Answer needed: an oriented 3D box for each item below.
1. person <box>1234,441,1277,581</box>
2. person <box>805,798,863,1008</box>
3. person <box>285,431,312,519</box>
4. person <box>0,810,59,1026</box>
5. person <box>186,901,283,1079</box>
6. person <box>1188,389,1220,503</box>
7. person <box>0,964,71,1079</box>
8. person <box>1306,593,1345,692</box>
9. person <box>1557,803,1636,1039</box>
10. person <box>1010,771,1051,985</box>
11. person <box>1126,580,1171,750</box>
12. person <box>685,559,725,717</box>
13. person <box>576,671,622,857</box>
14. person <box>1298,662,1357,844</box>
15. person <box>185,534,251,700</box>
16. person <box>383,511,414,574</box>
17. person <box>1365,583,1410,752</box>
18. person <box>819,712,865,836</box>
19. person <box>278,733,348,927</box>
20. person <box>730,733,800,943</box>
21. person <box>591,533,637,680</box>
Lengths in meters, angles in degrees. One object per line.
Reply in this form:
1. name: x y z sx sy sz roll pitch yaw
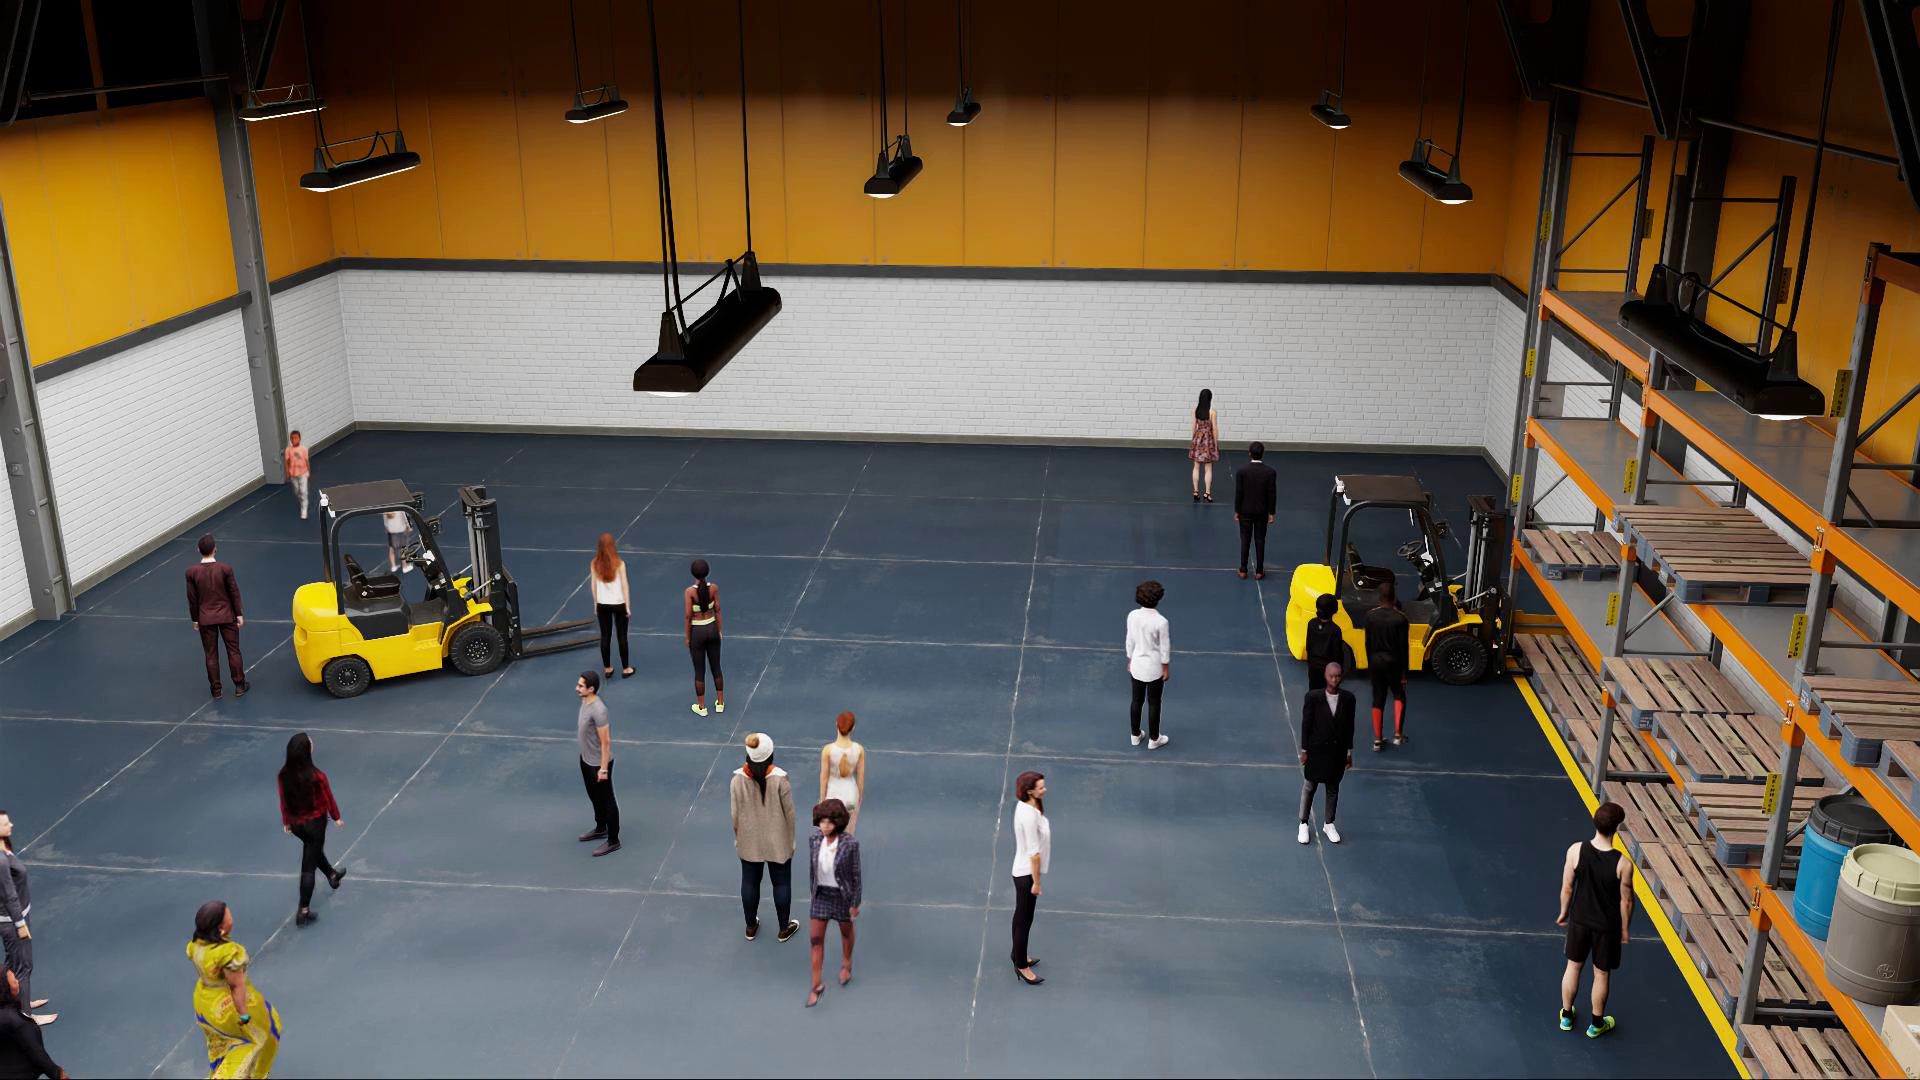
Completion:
1. person: 3.904 -0.395 22.086 0.710 1.884 0.562 3 19 9
2. person: -0.948 2.766 13.027 0.776 1.673 0.954 6 20 17
3. person: -9.873 -1.012 24.830 0.635 1.300 0.933 -4 19 -11
4. person: -7.207 2.851 12.625 0.733 1.768 0.679 -16 24 -39
5. person: -5.142 3.287 11.521 0.935 1.647 1.048 10 21 28
6. person: 3.724 -1.443 25.369 0.792 1.773 0.830 13 22 33
7. person: -6.246 3.567 10.813 0.983 1.567 1.179 12 22 33
8. person: 3.775 1.340 17.259 0.738 1.675 0.683 -16 24 -39
9. person: 4.757 2.843 12.457 0.774 1.892 0.769 13 22 33
10. person: 0.534 2.649 13.185 0.689 1.794 0.490 -1 19 -2
11. person: 1.941 1.281 17.224 0.720 1.809 0.733 12 22 33
12. person: -2.768 1.047 18.006 0.643 1.753 0.663 -9 21 -26
13. person: -3.314 2.000 15.175 0.758 1.754 0.666 -11 22 -30
14. person: 3.378 1.939 15.345 0.656 1.761 0.573 0 19 0
15. person: -8.234 0.848 18.423 0.764 1.864 0.731 -6 20 -17
16. person: -7.581 -0.170 22.373 0.545 1.273 0.565 4 19 13
17. person: 4.339 1.332 17.106 0.786 1.788 0.778 12 22 32
18. person: -1.009 2.305 14.470 0.665 1.627 0.678 -7 20 -19
19. person: -5.529 2.465 14.000 0.699 1.622 1.054 5 19 13
20. person: -1.620 2.424 13.707 0.700 1.887 0.670 3 19 9
21. person: -3.968 0.749 18.940 0.574 1.722 0.506 3 19 8
